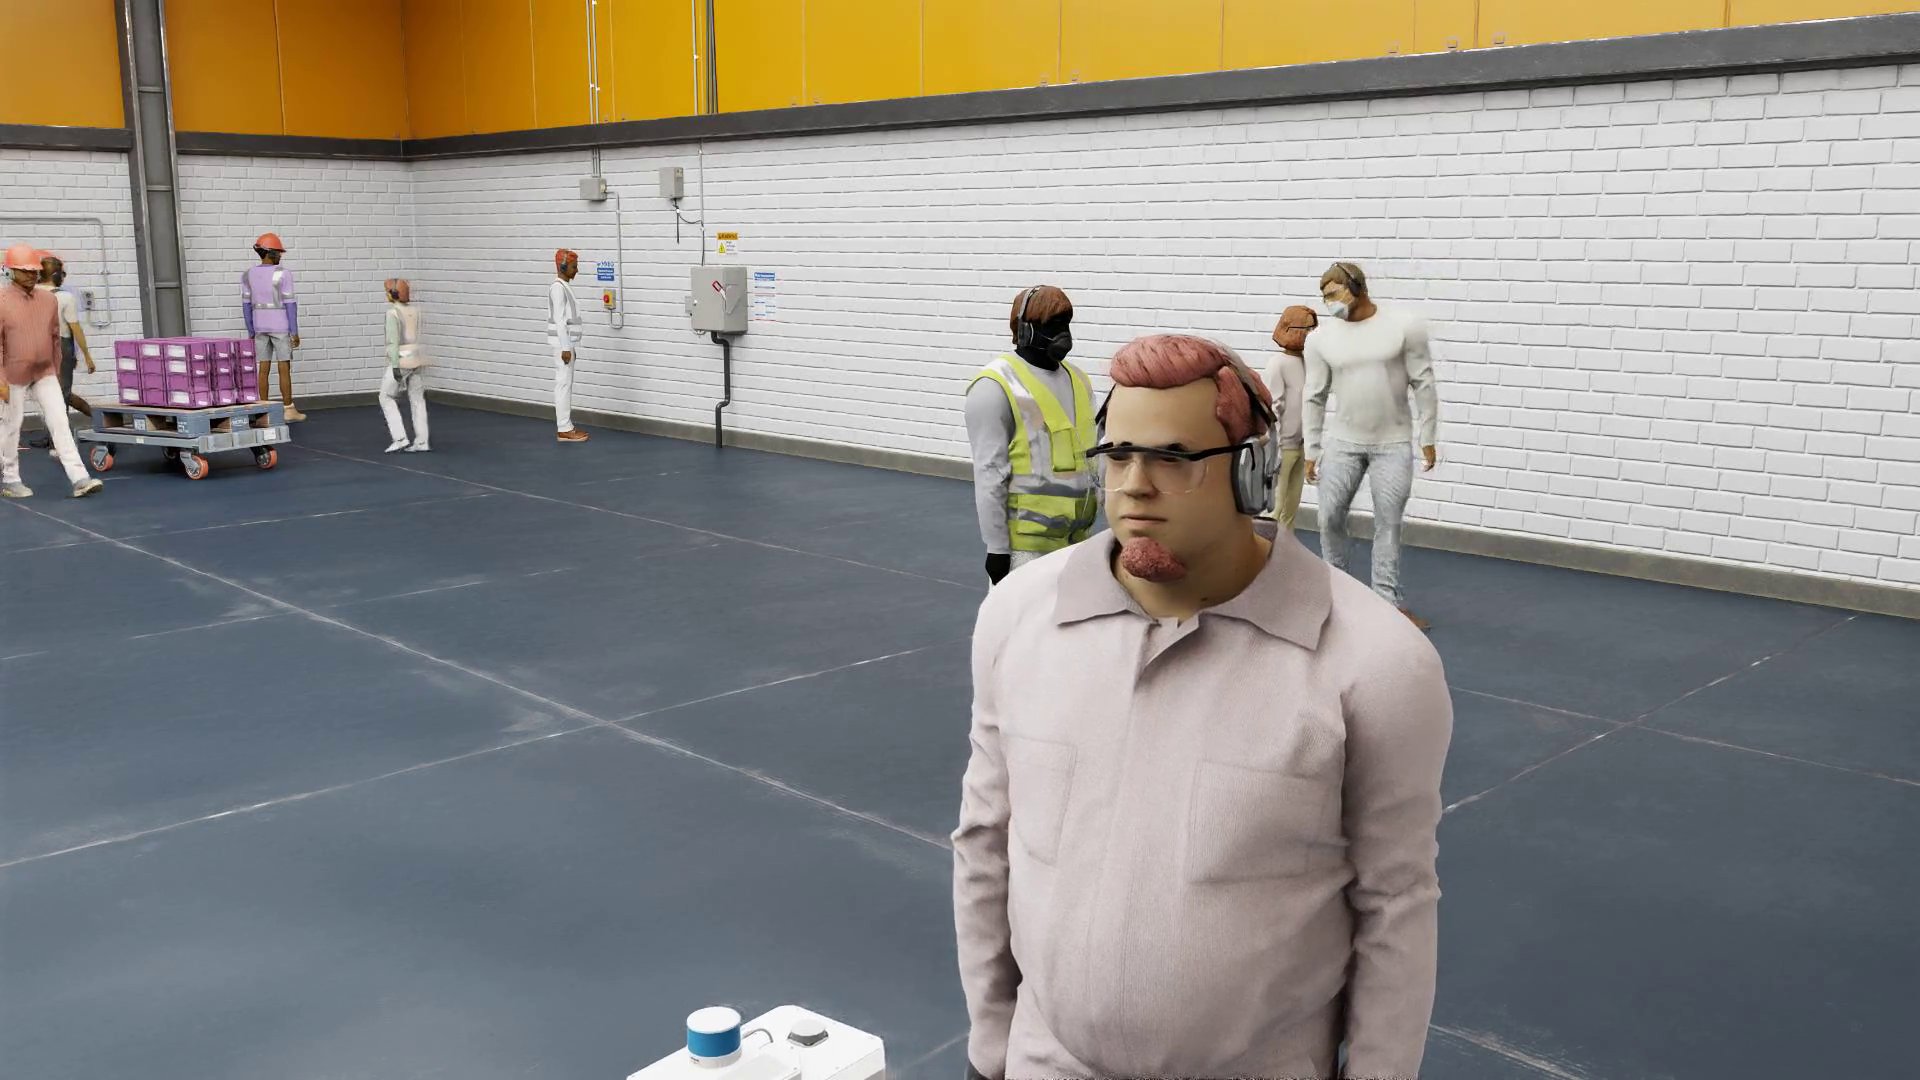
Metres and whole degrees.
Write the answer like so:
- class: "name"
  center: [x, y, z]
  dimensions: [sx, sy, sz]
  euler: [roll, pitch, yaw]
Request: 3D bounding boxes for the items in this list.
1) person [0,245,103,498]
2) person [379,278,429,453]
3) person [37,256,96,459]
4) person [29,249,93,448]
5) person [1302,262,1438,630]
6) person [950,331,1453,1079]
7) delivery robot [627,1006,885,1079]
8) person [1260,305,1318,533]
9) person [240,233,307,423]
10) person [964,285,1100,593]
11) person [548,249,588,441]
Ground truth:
- class: "person"
  center: [-7.069, -1.265, 12.689]
  dimensions: [1.011, 1.937, 0.643]
  euler: [6, 12, 30]
- class: "person"
  center: [-5.185, -1.611, 15.445]
  dimensions: [0.489, 1.625, 0.512]
  euler: [3, 11, 13]
- class: "person"
  center: [-8.192, -1.669, 15.217]
  dimensions: [0.525, 1.823, 0.627]
  euler: [3, 11, 15]
- class: "person"
  center: [-8.442, -1.791, 15.726]
  dimensions: [0.781, 1.900, 0.572]
  euler: [-3, 11, -15]
- class: "person"
  center: [2.095, -0.468, 8.538]
  dimensions: [0.697, 1.894, 0.358]
  euler: [4, 11, 21]
- class: "person"
  center: [0.267, 0.690, 2.149]
  dimensions: [0.642, 1.909, 0.399]
  euler: [5, 12, 27]
- class: "delivery robot"
  center: [-0.461, 1.133, 3.164]
  dimensions: [0.477, 0.478, 0.707]
  euler: [8, 13, 37]
- class: "person"
  center: [1.872, -0.506, 9.412]
  dimensions: [0.284, 1.634, 0.498]
  euler: [8, 13, 38]
- class: "person"
  center: [-7.432, -2.284, 18.006]
  dimensions: [0.608, 2.039, 0.395]
  euler: [2, 11, 12]
- class: "person"
  center: [0.301, -0.012, 6.154]
  dimensions: [0.429, 1.844, 0.627]
  euler: [8, 13, 39]
- class: "person"
  center: [-3.887, -1.921, 16.440]
  dimensions: [0.356, 1.887, 0.572]
  euler: [-2, 11, -10]
